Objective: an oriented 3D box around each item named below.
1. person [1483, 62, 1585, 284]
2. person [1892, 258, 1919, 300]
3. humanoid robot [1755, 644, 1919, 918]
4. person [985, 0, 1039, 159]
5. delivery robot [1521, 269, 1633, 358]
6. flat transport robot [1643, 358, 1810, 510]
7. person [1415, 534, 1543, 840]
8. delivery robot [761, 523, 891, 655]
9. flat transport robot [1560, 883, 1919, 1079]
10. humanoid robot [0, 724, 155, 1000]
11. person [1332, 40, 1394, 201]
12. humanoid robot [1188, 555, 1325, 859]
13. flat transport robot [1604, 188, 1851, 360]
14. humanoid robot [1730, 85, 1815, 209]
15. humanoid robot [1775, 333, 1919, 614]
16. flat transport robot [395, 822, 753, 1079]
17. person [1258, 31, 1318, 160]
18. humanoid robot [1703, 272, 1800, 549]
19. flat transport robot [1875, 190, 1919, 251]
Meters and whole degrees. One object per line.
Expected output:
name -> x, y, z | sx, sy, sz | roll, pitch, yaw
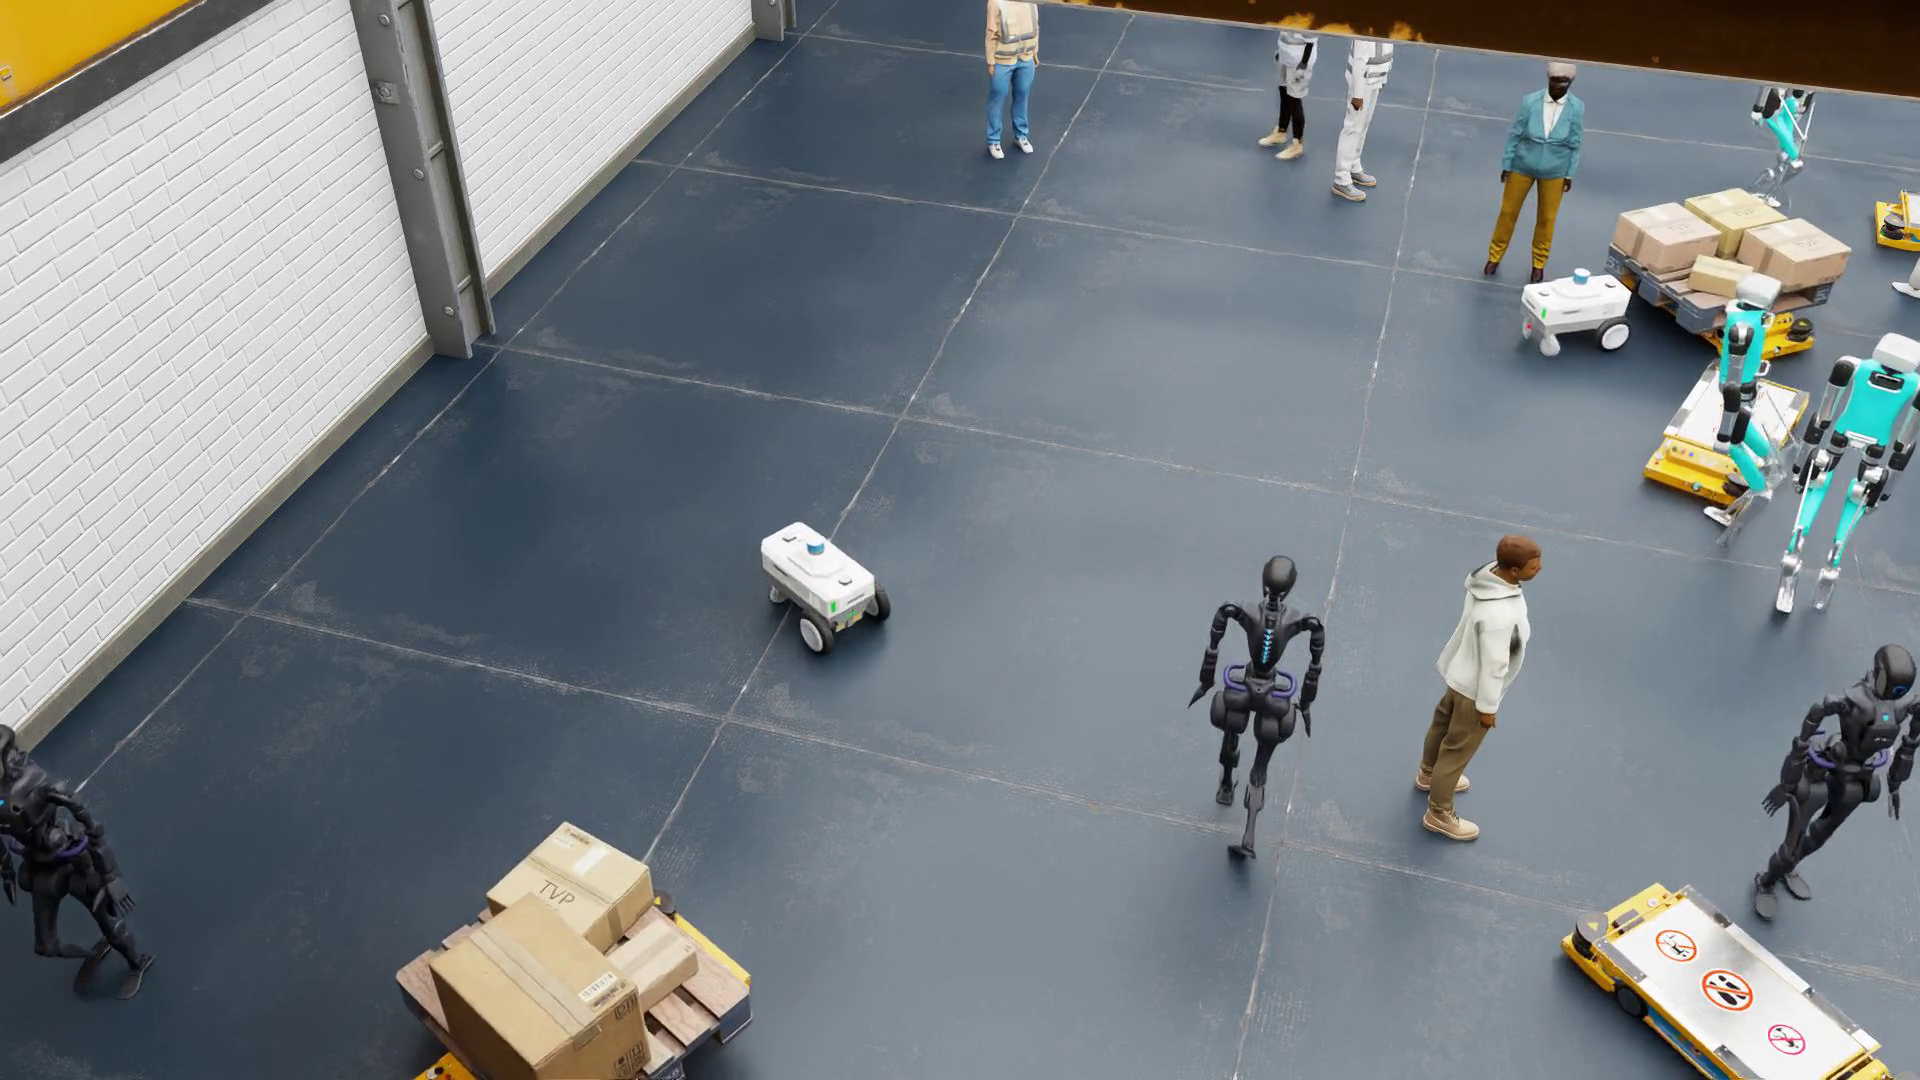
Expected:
person -> 4.238, -2.697, 12.184 | 0.527, 1.748, 0.348 | 13, 41, 16
person -> 7.245, -2.501, 12.020 | 0.513, 1.641, 0.306 | -10, 40, -13
humanoid robot -> 3.989, 1.067, 7.557 | 0.588, 1.646, 0.380 | 0, 39, 0
person -> 0.424, -4.037, 13.868 | 0.482, 1.719, 0.376 | -18, 42, -21
delivery robot -> 4.371, -1.650, 11.813 | 0.746, 0.574, 0.507 | -8, 40, -10
flat transport robot -> 5.045, -0.714, 10.893 | 0.659, 0.231, 1.431 | 24, 45, 27
person -> 2.456, 0.674, 7.969 | 0.365, 1.766, 0.532 | 5, 39, 6
delivery robot -> -0.778, 0.250, 9.480 | 0.518, 0.614, 0.785 | -29, 47, -31
flat transport robot -> 3.445, 2.118, 7.370 | 0.659, 0.231, 1.431 | -21, 43, -24
humanoid robot -> -3.847, 1.404, 7.136 | 0.591, 1.650, 0.365 | 4, 39, 5
person -> 3.257, -3.657, 13.267 | 0.355, 1.882, 0.575 | 20, 43, 23
humanoid robot -> 1.388, 0.799, 7.917 | 0.599, 1.635, 0.697 | 8, 39, 10
flat transport robot -> 5.495, -1.768, 12.204 | 0.659, 0.231, 1.431 | -14, 41, -16
humanoid robot -> 6.545, -3.335, 12.998 | 0.568, 1.797, 0.843 | -13, 41, -16
humanoid robot -> 4.810, -0.230, 9.121 | 0.541, 1.800, 0.678 | 21, 43, 24
flat transport robot -> -1.678, 2.157, 7.321 | 0.659, 0.231, 1.431 | 30, 48, 32
person -> 2.783, -4.008, 13.855 | 0.332, 1.699, 0.536 | -7, 39, -8
humanoid robot -> 4.663, -0.670, 9.688 | 0.773, 1.786, 0.547 | 19, 42, 22
flat transport robot -> 7.957, -2.400, 12.990 | 1.431, 0.231, 0.659 | 14, 41, 16
